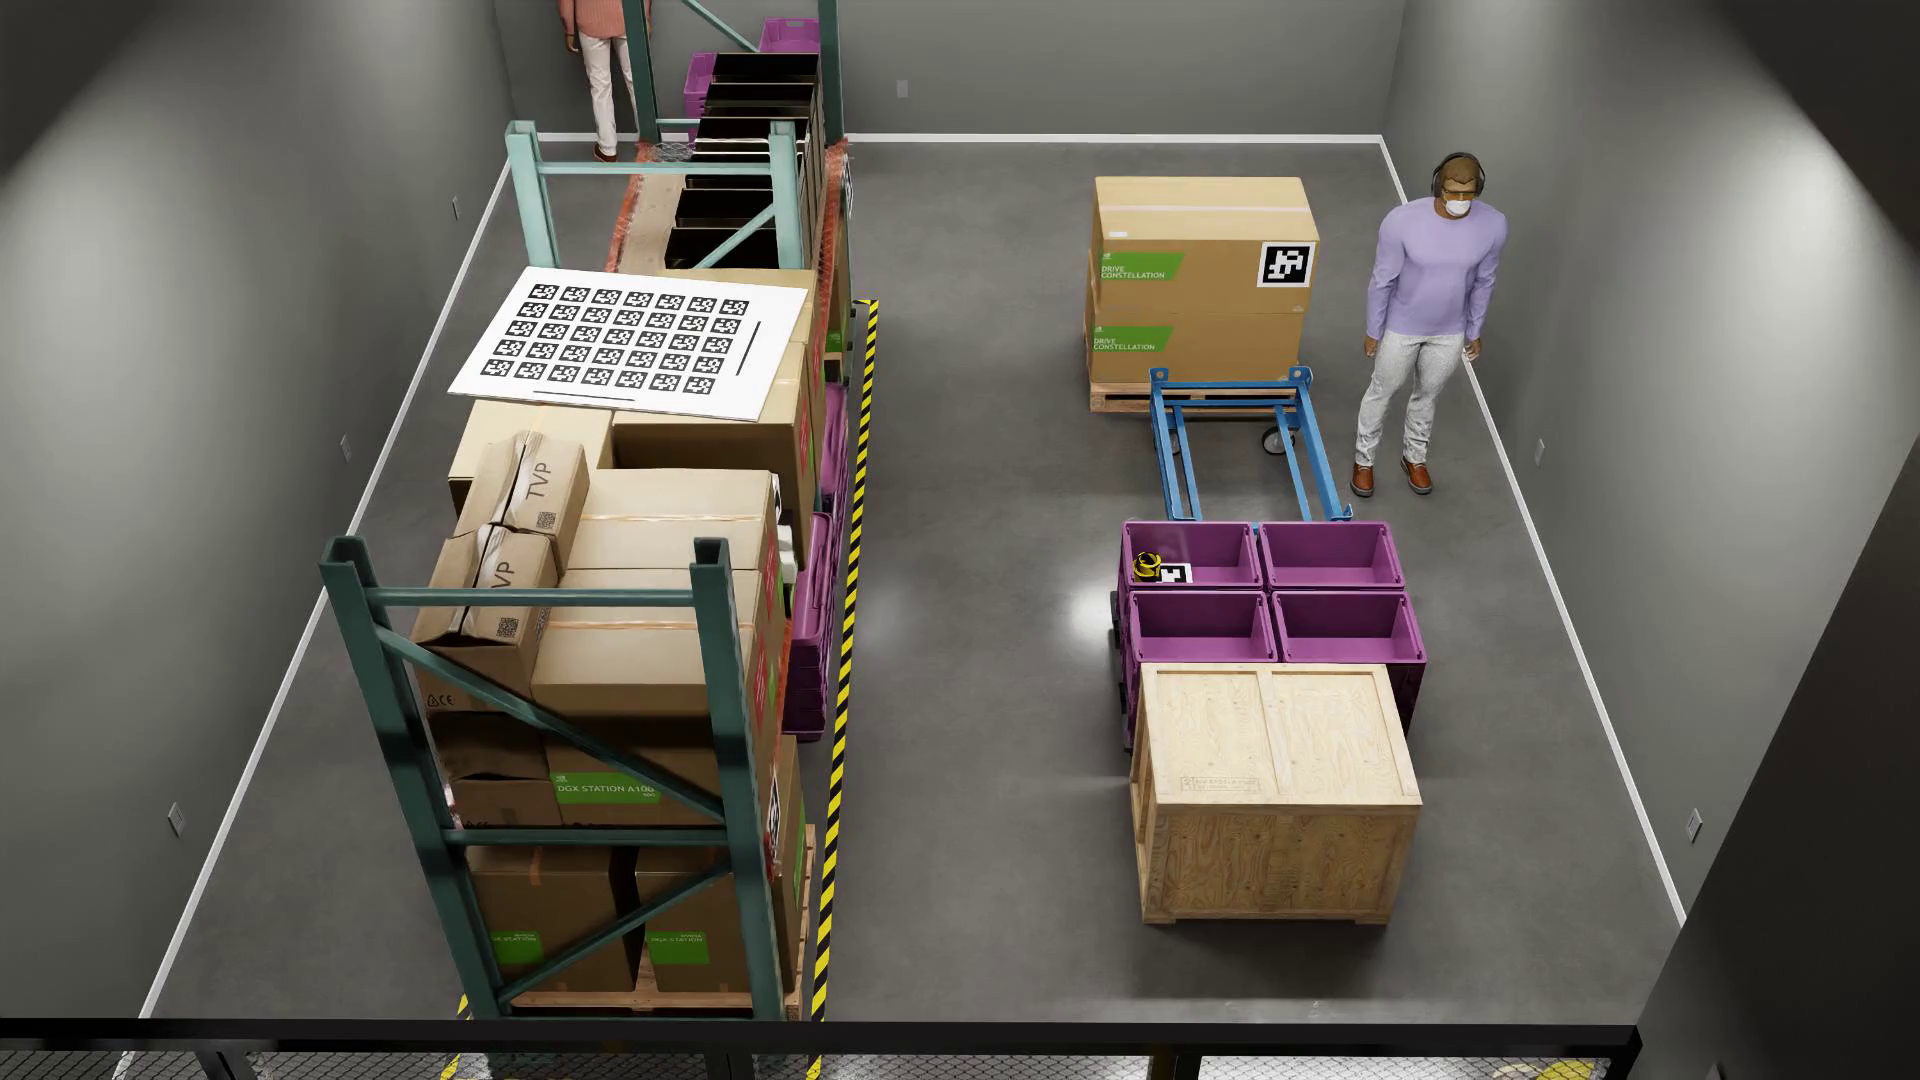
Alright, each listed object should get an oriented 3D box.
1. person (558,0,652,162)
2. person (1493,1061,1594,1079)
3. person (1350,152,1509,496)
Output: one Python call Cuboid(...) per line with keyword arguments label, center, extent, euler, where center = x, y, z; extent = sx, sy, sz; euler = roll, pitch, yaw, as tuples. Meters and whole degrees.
Cuboid(label="person", center=(-2.330, -3.425, 10.977), extent=(0.613, 1.994, 0.381), euler=(-16, 44, -17))
Cuboid(label="person", center=(1.607, 2.065, 4.836), extent=(0.403, 1.835, 0.588), euler=(6, 42, 6))
Cuboid(label="person", center=(2.327, -1.061, 8.326), extent=(0.628, 1.937, 0.373), euler=(-1, 41, -2))
